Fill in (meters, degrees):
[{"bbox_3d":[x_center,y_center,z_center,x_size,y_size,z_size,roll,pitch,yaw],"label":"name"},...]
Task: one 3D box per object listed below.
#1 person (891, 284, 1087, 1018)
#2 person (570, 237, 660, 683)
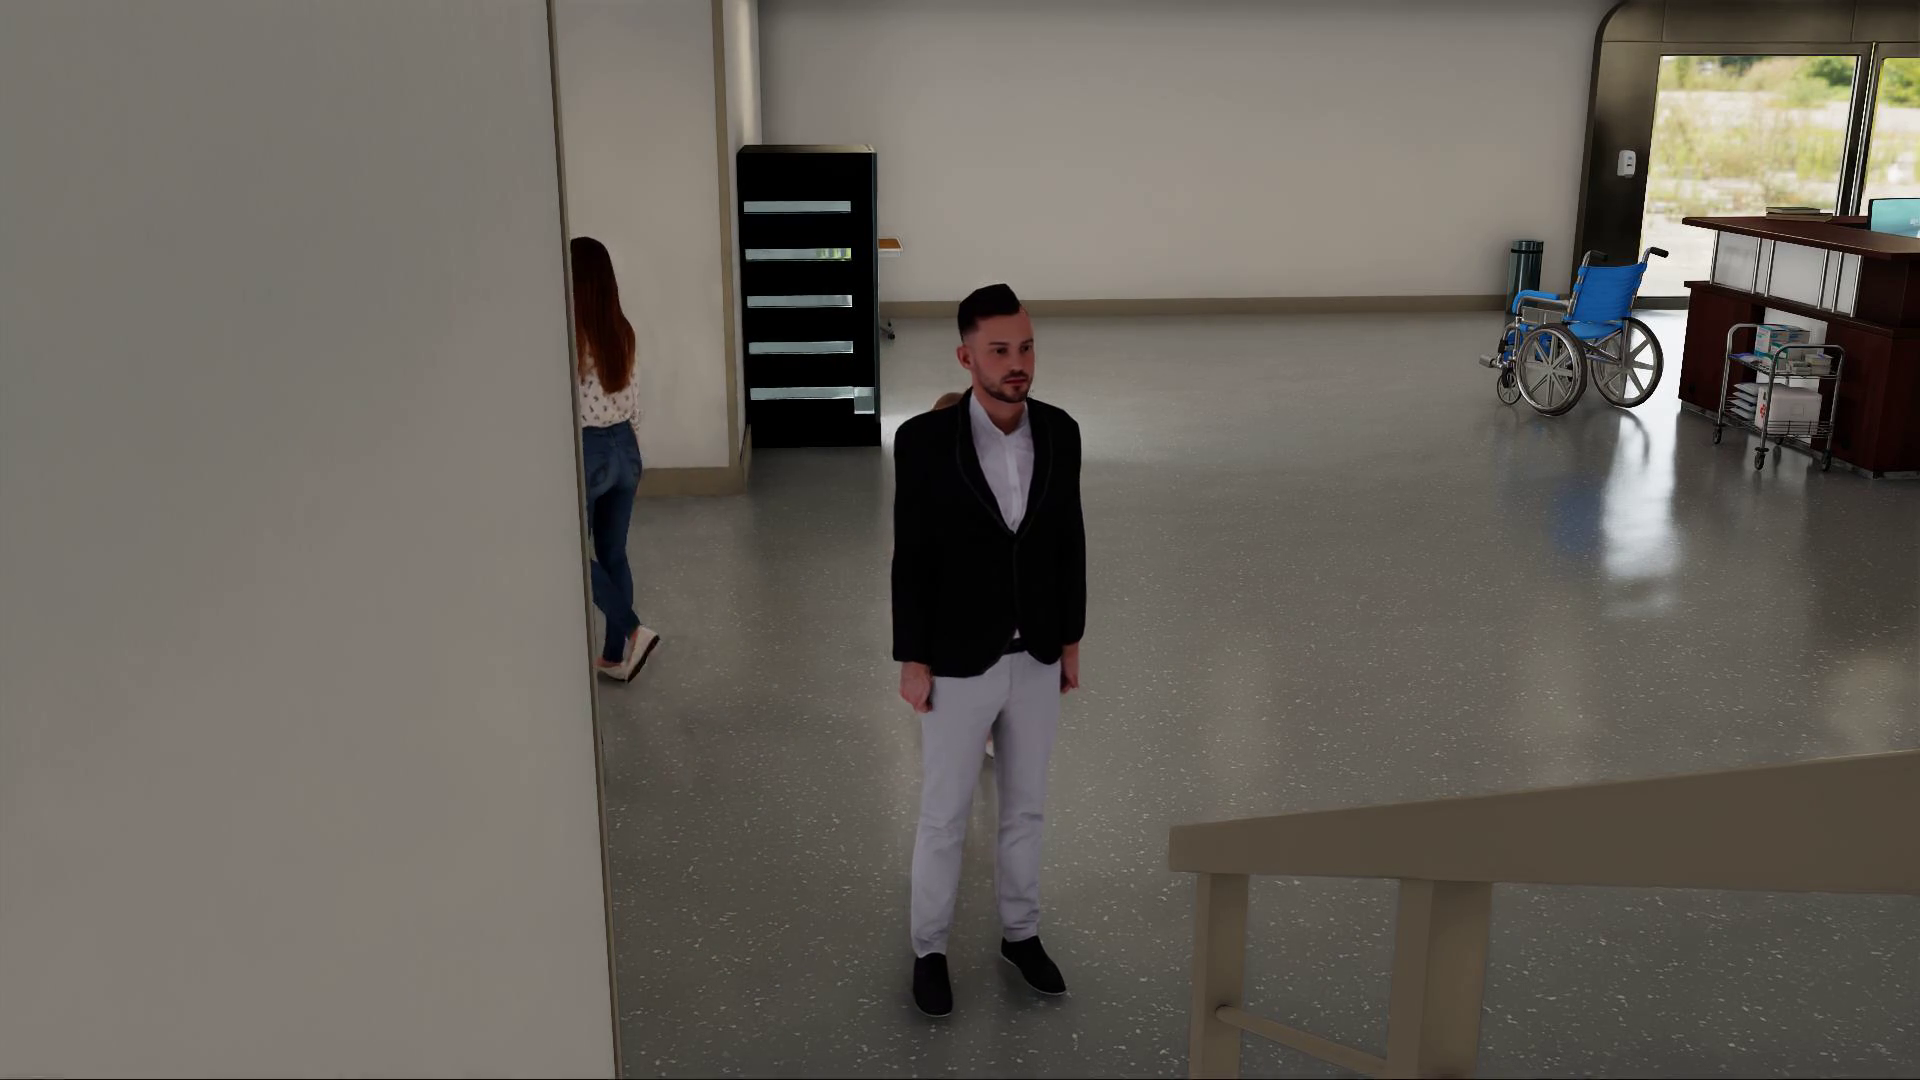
[{"bbox_3d":[0.066,0.280,4.113,0.713,1.838,0.655,-6,17,-20],"label":"person"},{"bbox_3d":[-1.299,-0.250,6.217,0.926,1.716,0.852,14,21,41],"label":"person"}]
